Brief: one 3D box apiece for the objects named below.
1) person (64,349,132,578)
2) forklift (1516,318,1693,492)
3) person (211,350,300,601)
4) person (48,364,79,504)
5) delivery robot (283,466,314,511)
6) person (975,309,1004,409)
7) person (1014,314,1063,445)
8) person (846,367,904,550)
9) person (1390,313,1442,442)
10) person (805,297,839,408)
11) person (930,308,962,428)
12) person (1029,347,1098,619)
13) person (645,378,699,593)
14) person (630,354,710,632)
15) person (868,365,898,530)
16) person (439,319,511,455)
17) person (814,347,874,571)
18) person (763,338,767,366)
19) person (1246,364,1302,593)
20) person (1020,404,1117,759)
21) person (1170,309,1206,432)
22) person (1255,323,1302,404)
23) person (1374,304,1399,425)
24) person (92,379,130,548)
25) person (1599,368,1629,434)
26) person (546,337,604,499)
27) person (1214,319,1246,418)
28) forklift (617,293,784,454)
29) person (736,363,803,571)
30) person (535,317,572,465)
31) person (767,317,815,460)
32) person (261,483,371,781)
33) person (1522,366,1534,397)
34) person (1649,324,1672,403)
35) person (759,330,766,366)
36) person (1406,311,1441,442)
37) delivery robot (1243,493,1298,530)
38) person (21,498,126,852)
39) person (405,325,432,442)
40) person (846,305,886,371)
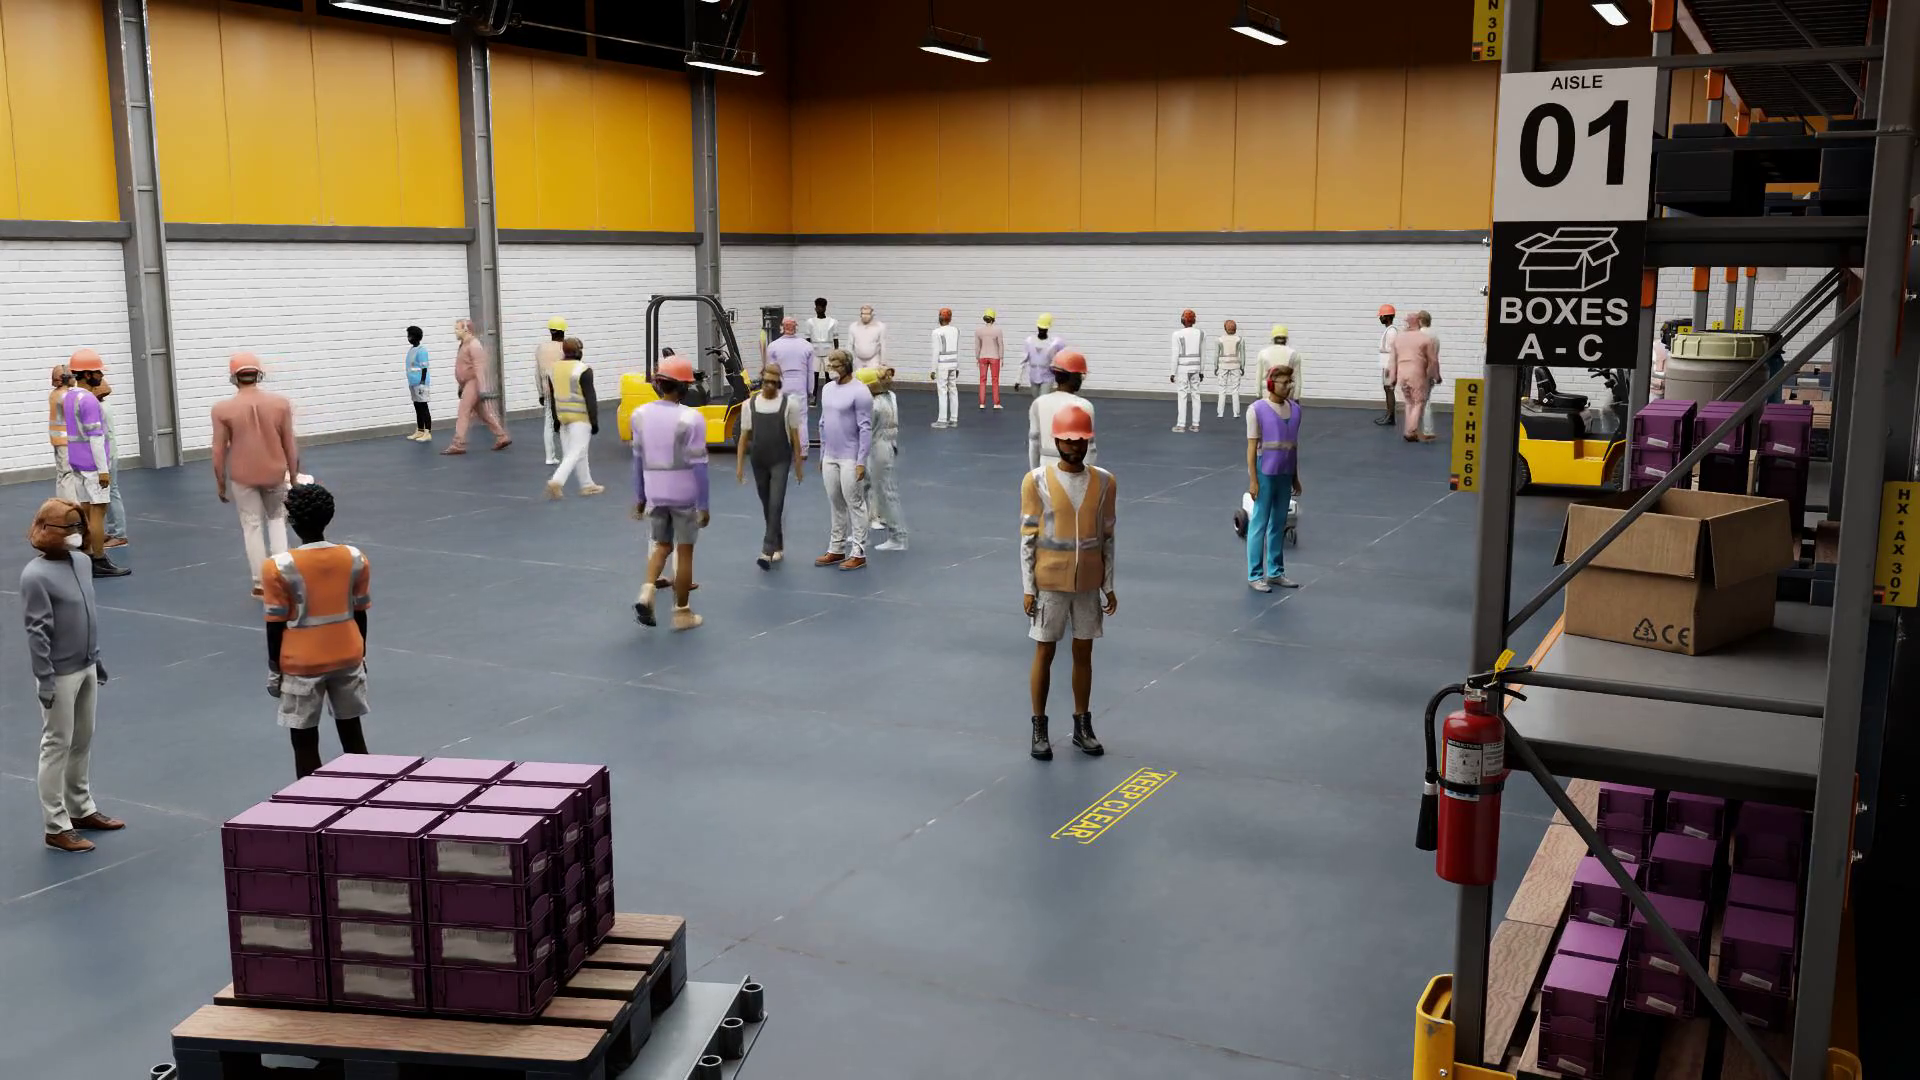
[{"bbox_3d":[-7.352,-0.647,14.118,0.545,1.938,0.361,9,13,43],"label":"person"},{"bbox_3d":[7.066,-1.601,18.899,2.313,2.155,1.214,5,11,27],"label":"forklift"},{"bbox_3d":[-5.569,-0.506,13.153,0.628,1.981,0.439,-7,12,-35],"label":"person"},{"bbox_3d":[-9.009,-0.955,16.787,0.313,1.633,0.518,-9,13,-42],"label":"person"},{"bbox_3d":[-6.878,-0.524,17.134,0.477,0.478,0.707,-2,10,-13],"label":"delivery robot"},{"bbox_3d":[0.522,-3.174,29.250,0.522,1.768,0.312,3,10,16],"label":"person"},{"bbox_3d":[1.104,-2.256,23.606,0.626,1.869,0.971,6,11,29],"label":"person"},{"bbox_3d":[-0.855,-0.743,15.365,0.748,1.696,0.500,0,10,1],"label":"person"},{"bbox_3d":[6.618,-2.356,24.232,0.610,1.865,0.676,-9,13,-41],"label":"person"},{"bbox_3d":[-2.444,-3.312,29.468,0.609,1.963,0.368,1,10,3],"label":"person"},{"bbox_3d":[-0.227,-2.705,26.186,0.575,1.884,0.355,-9,13,-43],"label":"person"},{"bbox_3d":[0.811,-0.433,12.578,0.614,2.041,0.390,9,14,44],"label":"person"},{"bbox_3d":[-2.353,-0.498,13.502,0.499,1.861,0.327,4,10,20],"label":"person"},{"bbox_3d":[-2.088,-0.316,11.955,0.628,2.024,0.526,4,11,23],"label":"person"},{"bbox_3d":[-0.782,-0.931,16.627,0.310,1.638,0.523,5,11,26],"label":"person"},{"bbox_3d":[-6.673,-2.116,22.870,0.988,1.862,0.660,-5,11,-27],"label":"person"},{"bbox_3d":[-1.010,-0.706,14.462,0.373,1.938,0.627,-9,14,-43],"label":"person"},{"bbox_3d":[-2.871,-2.584,25.835,0.329,1.766,0.532,-6,11,-31],"label":"person"},{"bbox_3d":[2.554,-0.507,13.582,0.565,1.843,0.390,-7,12,-36],"label":"person"},{"bbox_3d":[0.599,0.226,9.061,0.543,1.939,0.360,-2,10,-13],"label":"person"},{"bbox_3d":[3.493,-2.586,25.508,0.575,1.882,0.355,-4,10,-20],"label":"person"},{"bbox_3d":[4.223,-1.957,22.055,0.601,1.819,0.580,1,10,8],"label":"person"},{"bbox_3d":[6.808,-2.795,26.565,0.378,1.932,0.551,2,10,9],"label":"person"},{"bbox_3d":[-8.022,-0.734,15.552,0.305,1.624,0.542,-8,12,-38],"label":"person"},{"bbox_3d":[9.249,-2.187,23.383,0.597,1.809,0.617,9,13,42],"label":"person"},{"bbox_3d":[-4.344,-1.365,18.622,0.628,1.815,0.863,7,12,36],"label":"person"},{"bbox_3d":[4.485,-2.843,27.680,0.522,1.645,0.305,2,10,10],"label":"person"},{"bbox_3d":[-3.588,-2.317,23.042,2.313,2.155,1.214,-1,10,-5],"label":"forklift"},{"bbox_3d":[-1.686,-0.627,14.416,0.546,1.787,0.975,2,10,9],"label":"person"},{"bbox_3d":[-5.198,-1.920,21.516,0.591,1.925,0.385,4,10,21],"label":"person"},{"bbox_3d":[-2.248,-2.003,22.087,0.639,1.900,0.401,-3,10,-17],"label":"person"},{"bbox_3d":[-2.985,0.574,7.770,0.321,1.689,0.529,7,12,37],"label":"person"},{"bbox_3d":[7.658,-2.289,23.327,1.011,2.000,0.681,0,10,-1],"label":"person"},{"bbox_3d":[9.353,-1.978,22.095,0.627,1.847,0.429,2,10,14],"label":"person"},{"bbox_3d":[-2.904,-2.711,26.340,0.429,1.846,0.627,-9,13,-41],"label":"person"},{"bbox_3d":[6.802,-2.378,24.280,0.670,1.898,0.513,-9,13,-41],"label":"person"},{"bbox_3d":[2.962,-0.308,15.883,0.477,0.478,0.707,-2,10,-9],"label":"delivery robot"},{"bbox_3d":[-4.121,0.612,7.710,0.274,1.632,0.508,0,10,0],"label":"person"},{"bbox_3d":[-7.912,-2.281,24.272,0.318,1.698,0.534,-8,13,-38],"label":"person"},{"bbox_3d":[-1.596,-2.968,27.755,0.637,1.866,0.887,2,10,12],"label":"person"}]
